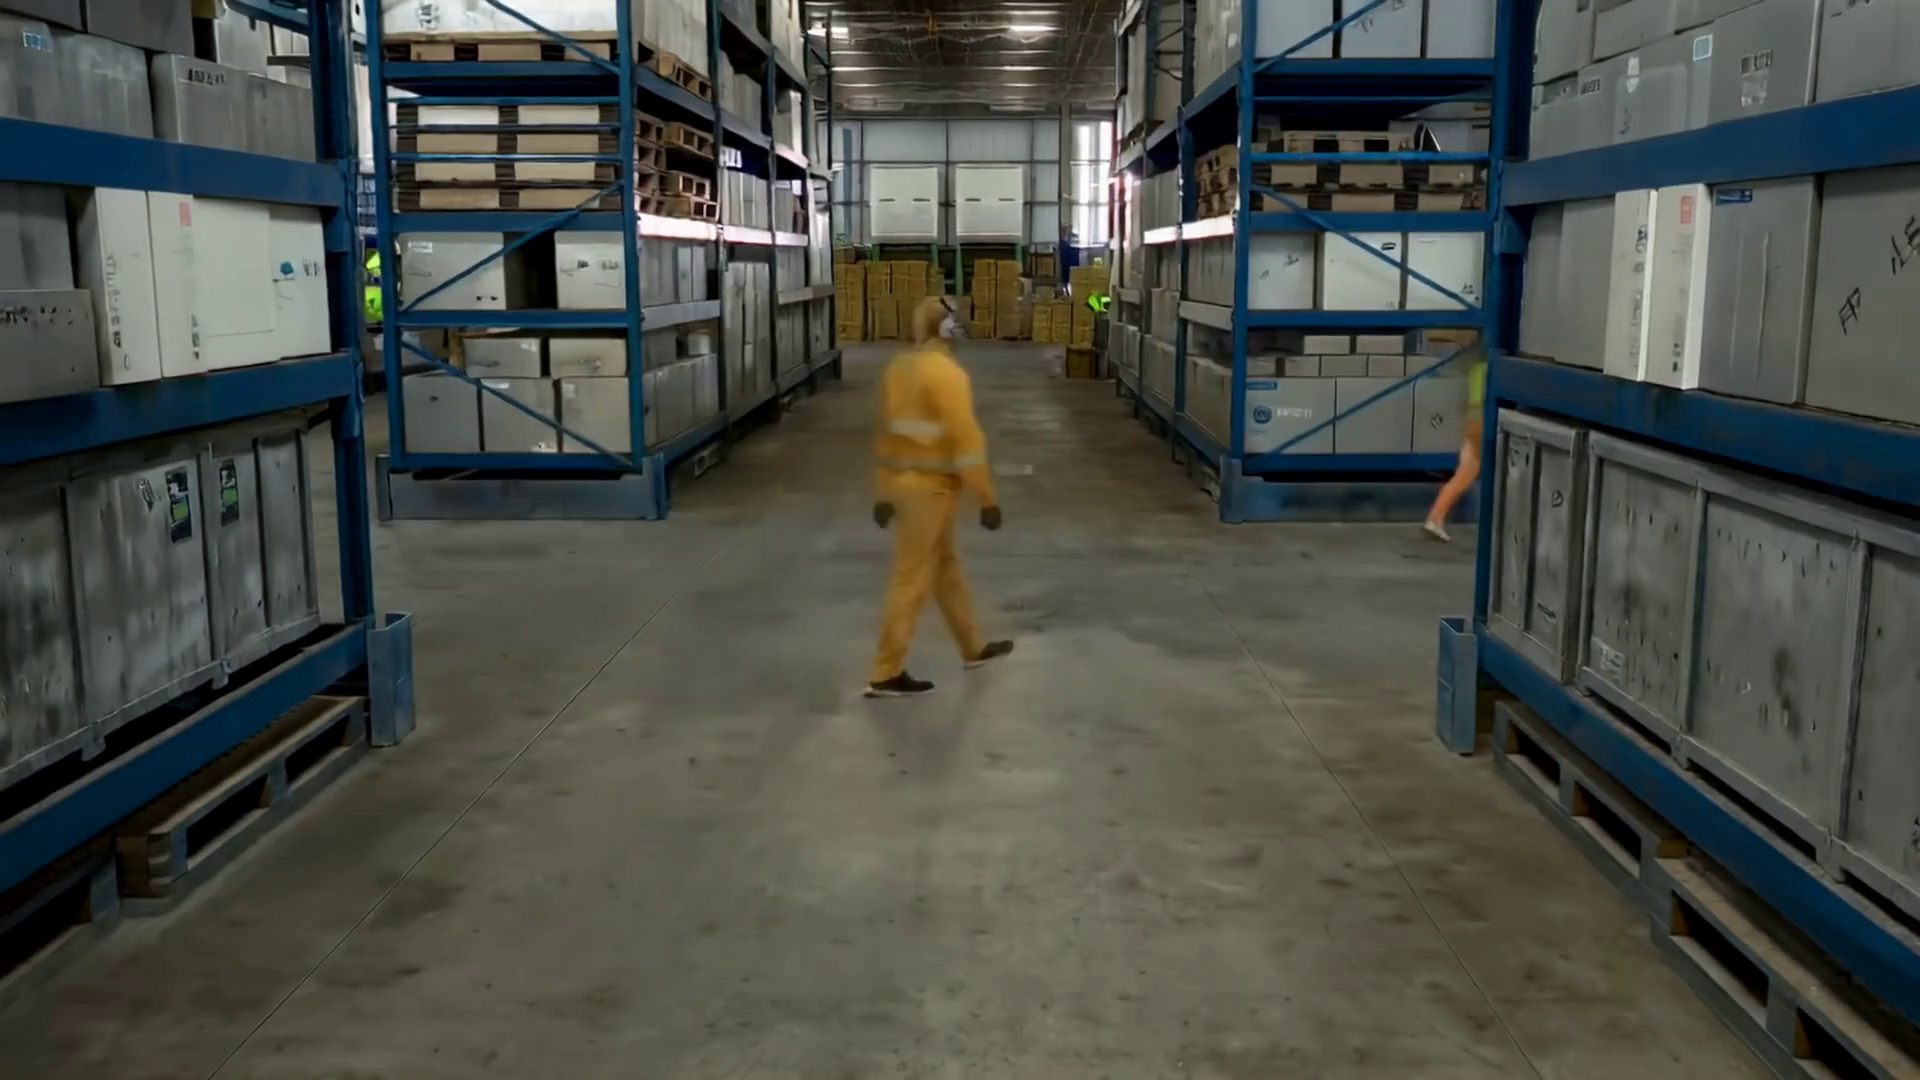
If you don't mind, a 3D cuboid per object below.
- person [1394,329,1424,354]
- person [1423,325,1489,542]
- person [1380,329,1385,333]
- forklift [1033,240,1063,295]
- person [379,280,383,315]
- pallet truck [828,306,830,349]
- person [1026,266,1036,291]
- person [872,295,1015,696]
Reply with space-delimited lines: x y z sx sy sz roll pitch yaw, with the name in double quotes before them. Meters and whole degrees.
"person" 5.266 -2.237 19.656 0.375 1.997 0.752 -1 10 -7
"person" 3.765 -0.761 11.966 0.856 1.599 0.526 -2 10 -9
"person" 4.777 -2.188 19.885 0.652 1.818 0.463 8 12 40
"forklift" 3.133 -9.316 59.367 1.129 2.768 1.873 0 9 1
"person" -20.464 -8.722 59.339 0.535 1.700 0.318 2 10 10
"pallet truck" -3.100 -3.940 29.800 1.885 1.965 0.823 3 10 19
"person" 2.841 -9.630 64.228 0.572 1.883 0.356 -1 9 -3
"person" -0.045 -0.212 7.882 0.952 1.865 0.650 -5 11 -27
